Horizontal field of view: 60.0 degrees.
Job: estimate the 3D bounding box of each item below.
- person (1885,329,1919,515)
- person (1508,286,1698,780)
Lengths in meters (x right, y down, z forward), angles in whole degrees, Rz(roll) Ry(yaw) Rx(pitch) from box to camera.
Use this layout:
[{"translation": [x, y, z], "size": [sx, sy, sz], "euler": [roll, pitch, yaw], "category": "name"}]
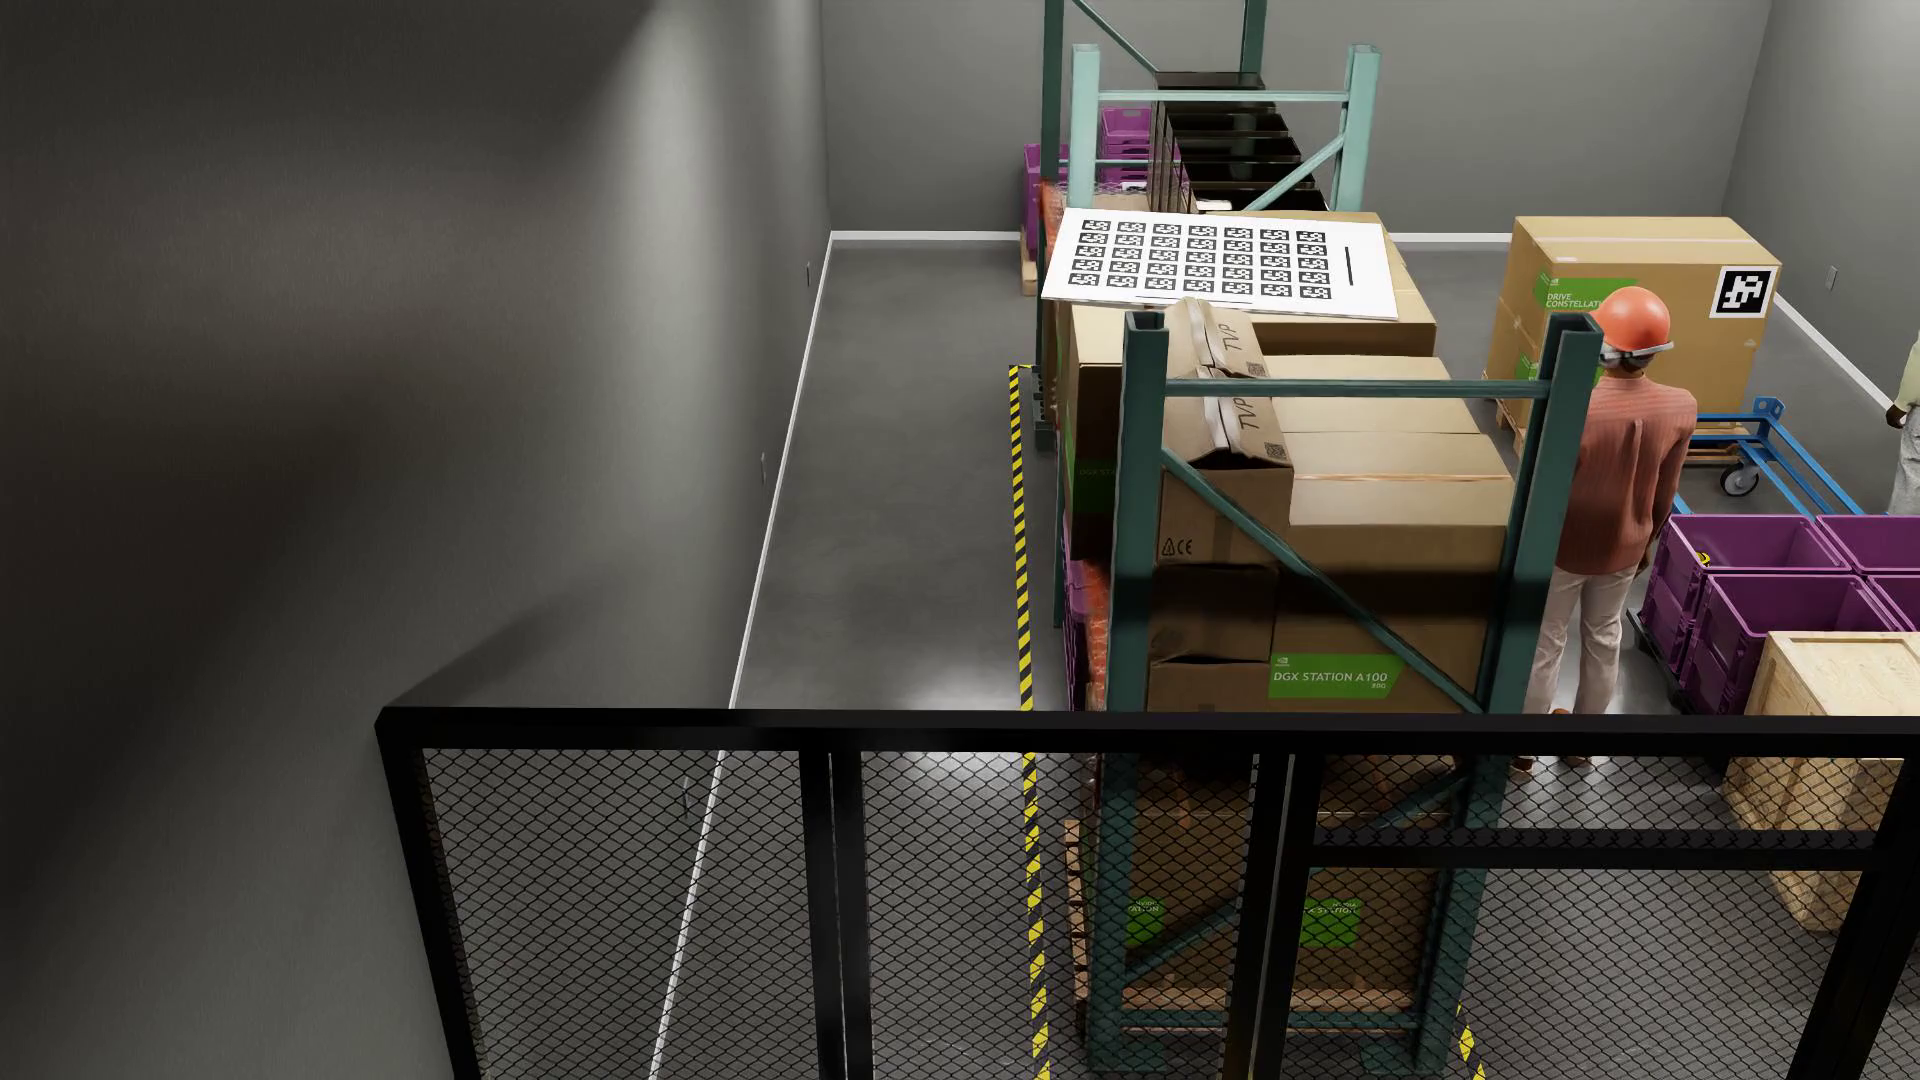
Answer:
[{"translation": [4.452, -0.648, 7.392], "size": [0.601, 1.831, 0.404], "euler": [2, 31, 3], "category": "person"}, {"translation": [2.310, 0.009, 6.145], "size": [0.612, 1.997, 0.375], "euler": [-7, 32, -12], "category": "person"}]
